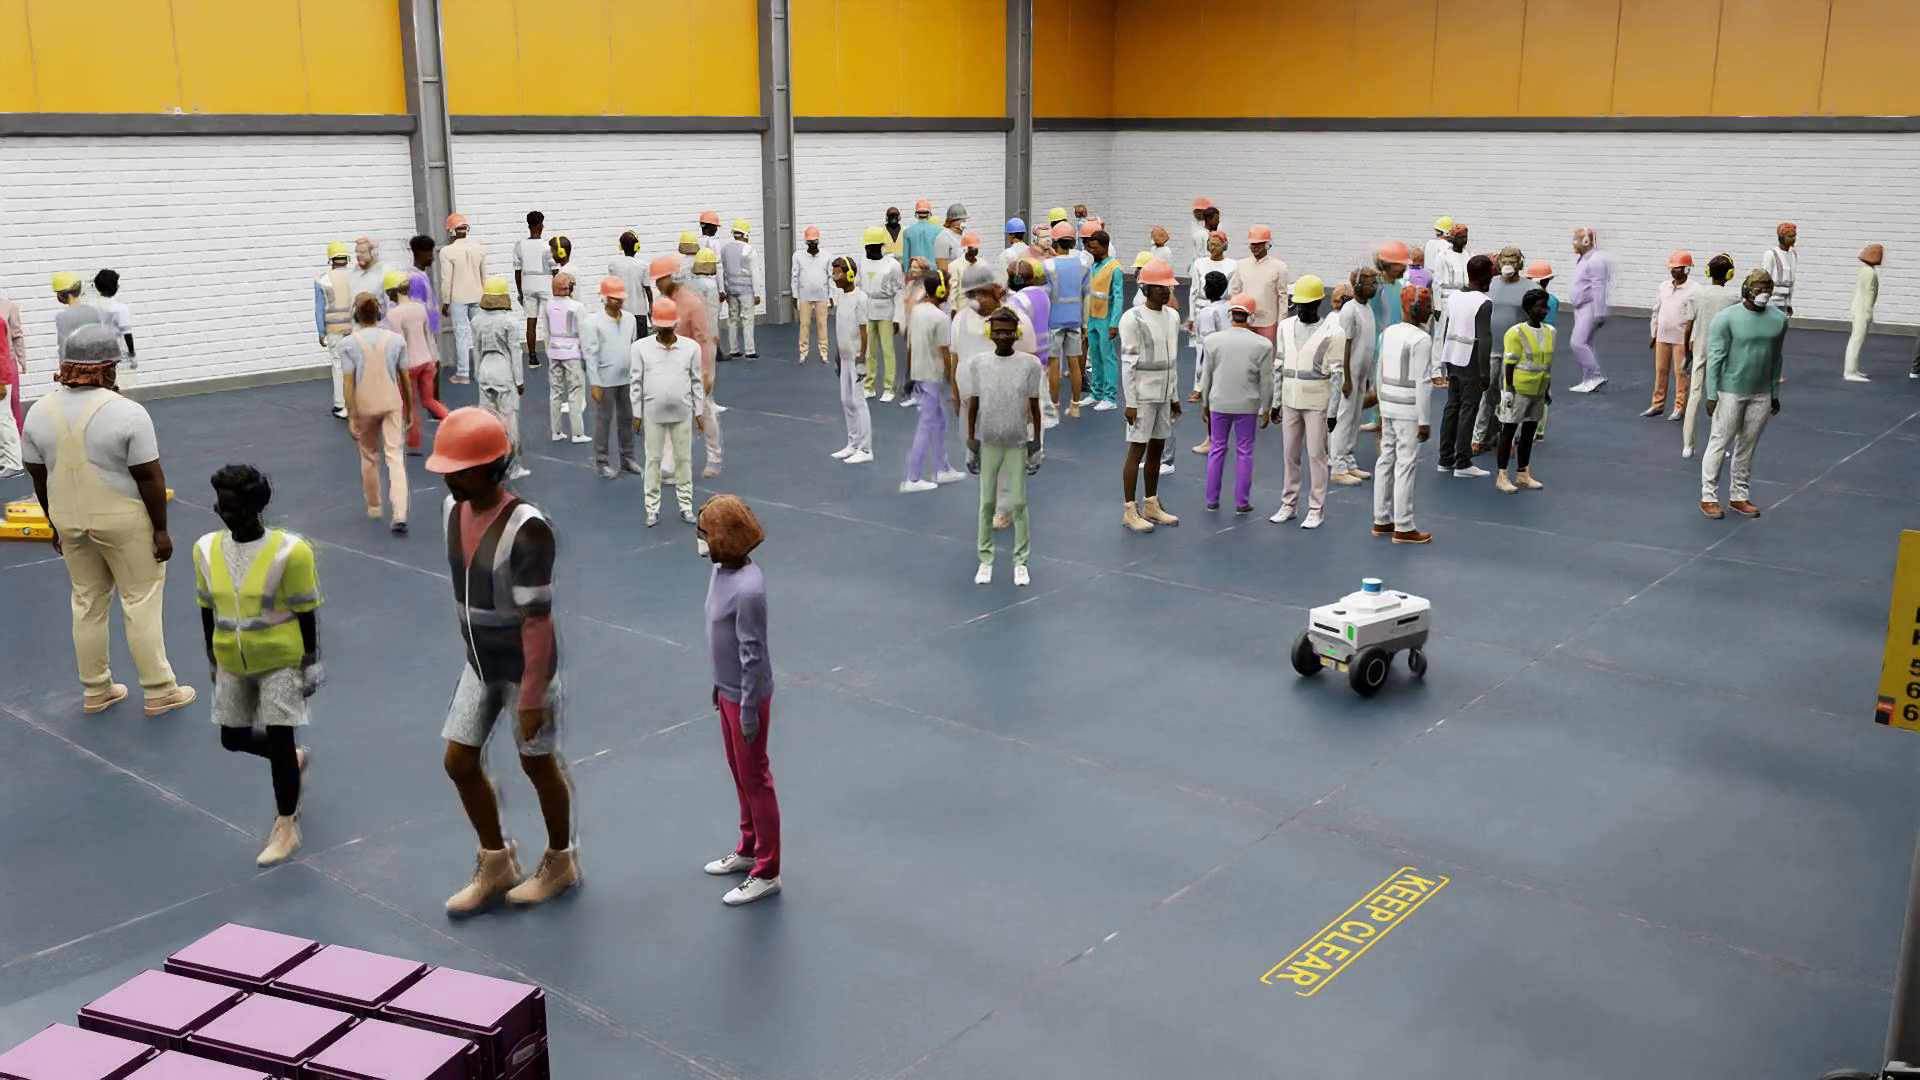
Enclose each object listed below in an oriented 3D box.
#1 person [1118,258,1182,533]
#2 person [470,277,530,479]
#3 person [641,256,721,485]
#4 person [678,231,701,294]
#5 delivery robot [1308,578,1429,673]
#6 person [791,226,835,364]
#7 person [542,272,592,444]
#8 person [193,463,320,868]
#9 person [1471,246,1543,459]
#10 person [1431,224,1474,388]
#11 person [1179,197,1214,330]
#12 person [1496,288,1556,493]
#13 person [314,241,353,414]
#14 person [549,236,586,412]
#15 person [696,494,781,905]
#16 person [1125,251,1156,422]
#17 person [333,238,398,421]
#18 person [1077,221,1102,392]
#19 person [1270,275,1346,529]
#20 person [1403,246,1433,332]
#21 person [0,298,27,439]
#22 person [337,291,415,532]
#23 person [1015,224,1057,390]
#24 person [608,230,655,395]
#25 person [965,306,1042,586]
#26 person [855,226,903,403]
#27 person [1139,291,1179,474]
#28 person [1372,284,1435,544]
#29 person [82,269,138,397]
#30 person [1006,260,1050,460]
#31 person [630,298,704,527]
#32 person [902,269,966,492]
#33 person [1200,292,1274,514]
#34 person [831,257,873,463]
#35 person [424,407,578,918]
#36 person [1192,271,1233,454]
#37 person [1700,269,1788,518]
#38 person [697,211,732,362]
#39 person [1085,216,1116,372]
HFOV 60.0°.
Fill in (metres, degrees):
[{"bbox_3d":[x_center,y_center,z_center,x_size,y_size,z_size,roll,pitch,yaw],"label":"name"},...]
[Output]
[{"bbox_3d":[1.454,-1.087,12.513,0.370,2.044,0.608,13,19,43],"label":"person"},{"bbox_3d":[-3.986,-1.402,14.403,0.484,1.736,0.340,5,15,20],"label":"person"},{"bbox_3d":[-2.378,-1.434,14.127,0.703,1.927,0.968,9,16,31],"label":"person"},{"bbox_3d":[-3.281,-2.897,20.351,0.310,1.744,0.486,5,15,18],"label":"person"},{"bbox_3d":[2.261,0.454,9.183,0.707,0.478,0.477,-10,17,-36],"label":"delivery robot"},{"bbox_3d":[-1.876,-3.132,21.273,0.563,1.752,0.326,-2,14,-6],"label":"person"},{"bbox_3d":[-3.775,-1.741,15.967,0.516,1.633,0.317,7,16,25],"label":"person"},{"bbox_3d":[-2.898,0.484,6.977,0.538,1.684,0.568,2,14,7],"label":"person"},{"bbox_3d":[4.974,-1.715,15.232,0.627,1.940,0.371,6,15,23],"label":"person"},{"bbox_3d":[5.746,-2.723,19.375,0.573,1.883,0.355,-7,16,-27],"label":"person"},{"bbox_3d":[3.679,-4.134,24.851,0.912,1.971,0.621,-6,15,-23],"label":"person"},{"bbox_3d":[4.719,-1.243,13.835,0.535,1.697,0.321,-7,16,-26],"label":"person"},{"bbox_3d":[-6.485,-2.232,17.546,0.591,1.824,0.405,-9,17,-33],"label":"person"},{"bbox_3d":[-4.177,-2.291,17.688,0.329,1.865,0.512,-1,14,-3],"label":"person"},{"bbox_3d":[-0.874,0.617,6.553,0.277,1.628,0.500,-5,15,-19],"label":"person"},{"bbox_3d":[1.874,-2.029,16.838,0.322,1.769,0.523,-2,14,-9],"label":"person"},{"bbox_3d":[-6.093,-2.141,17.067,0.667,1.869,0.875,5,15,18],"label":"person"},{"bbox_3d":[1.479,-2.666,19.036,0.359,1.936,0.552,0,14,1],"label":"person"},{"bbox_3d":[2.614,-1.045,12.603,0.585,1.918,0.394,13,19,43],"label":"person"},{"bbox_3d":[5.221,-2.570,19.256,0.525,1.639,0.307,-6,15,-24],"label":"person"},{"bbox_3d":[-8.913,-1.658,15.367,0.526,1.762,0.338,-12,18,-40],"label":"person"},{"bbox_3d":[-4.375,-0.967,12.545,0.526,1.812,0.964,-7,16,-26],"label":"person"},{"bbox_3d":[0.926,-2.637,18.984,0.642,1.910,0.401,-11,18,-38],"label":"person"},{"bbox_3d":[-3.624,-2.489,18.467,0.512,1.872,0.328,1,14,6],"label":"person"},{"bbox_3d":[0.289,-0.618,11.016,0.514,1.861,0.323,2,14,8],"label":"person"},{"bbox_3d":[-0.908,-2.478,18.314,0.589,1.924,0.383,8,16,29],"label":"person"},{"bbox_3d":[1.755,-1.392,14.563,0.283,1.633,0.497,-2,14,-10],"label":"person"},{"bbox_3d":[3.253,-0.918,12.164,0.362,1.883,0.575,-4,15,-17],"label":"person"},{"bbox_3d":[-8.267,-1.781,16.089,0.556,1.634,0.938,5,15,18],"label":"person"},{"bbox_3d":[0.563,-1.593,14.971,0.429,1.837,0.628,8,16,30],"label":"person"},{"bbox_3d":[-2.217,-0.969,12.646,0.563,1.741,0.339,-4,15,-16],"label":"person"},{"bbox_3d":[-0.155,-1.330,13.882,0.787,1.838,0.572,-8,16,-29],"label":"person"},{"bbox_3d":[2.174,-1.073,13.071,0.578,1.738,0.354,5,15,19],"label":"person"},{"bbox_3d":[-0.994,-1.631,15.077,0.338,1.856,0.524,-9,17,-32],"label":"person"},{"bbox_3d":[-1.762,0.487,6.287,0.640,2.010,0.680,11,18,36],"label":"person"},{"bbox_3d":[2.354,-1.641,15.429,0.317,1.695,0.540,10,17,34],"label":"person"},{"bbox_3d":[6.073,-1.130,12.898,0.635,1.937,0.352,-2,14,-10],"label":"person"},{"bbox_3d":[-3.220,-3.267,21.460,0.545,1.927,0.367,12,18,40],"label":"person"},{"bbox_3d":[1.654,-3.038,20.588,0.410,1.909,0.642,-6,15,-23],"label":"person"}]
